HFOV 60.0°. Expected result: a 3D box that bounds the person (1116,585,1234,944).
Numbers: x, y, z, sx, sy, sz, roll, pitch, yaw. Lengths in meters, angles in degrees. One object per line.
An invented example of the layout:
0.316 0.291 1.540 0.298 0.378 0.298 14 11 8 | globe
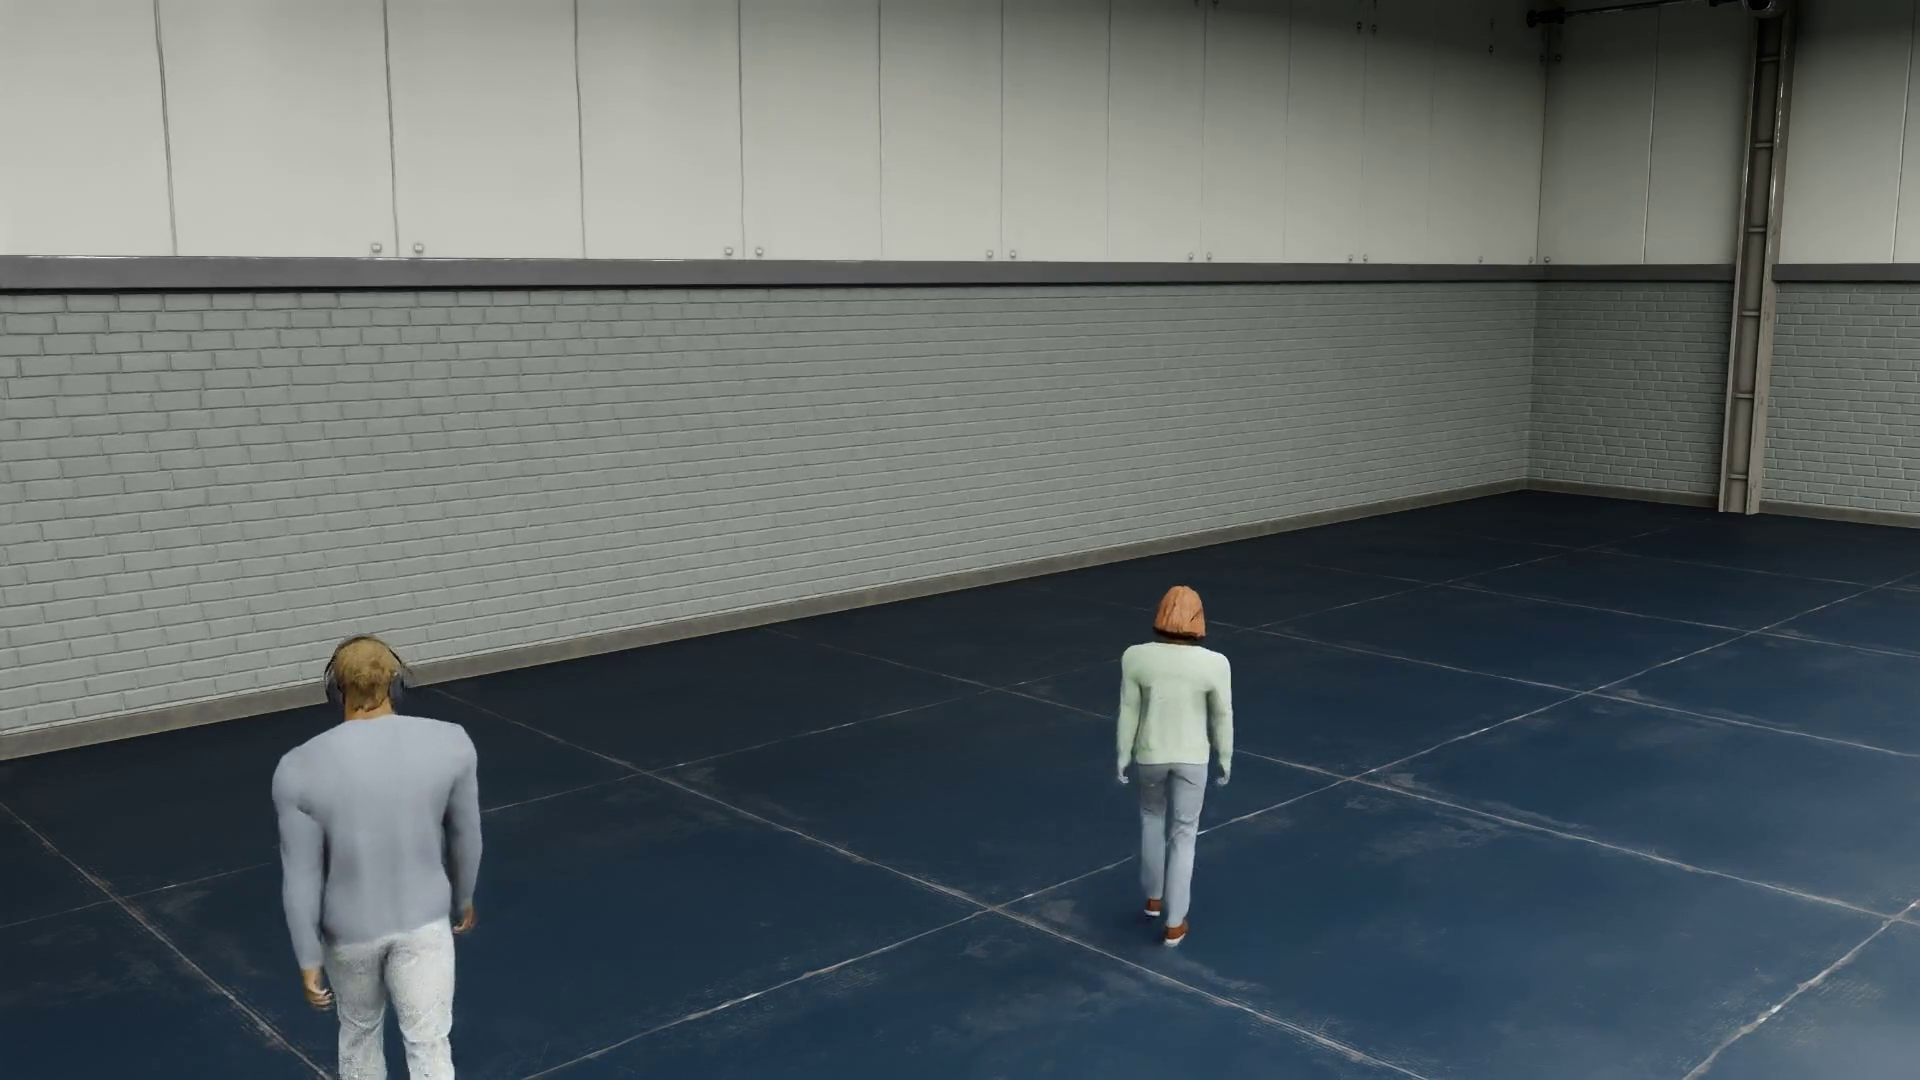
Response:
0.992 1.007 7.639 0.524 1.611 0.563 3 10 15 | person

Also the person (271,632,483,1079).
-1.823 1.244 5.309 0.631 1.908 0.933 -4 10 -22 | person
